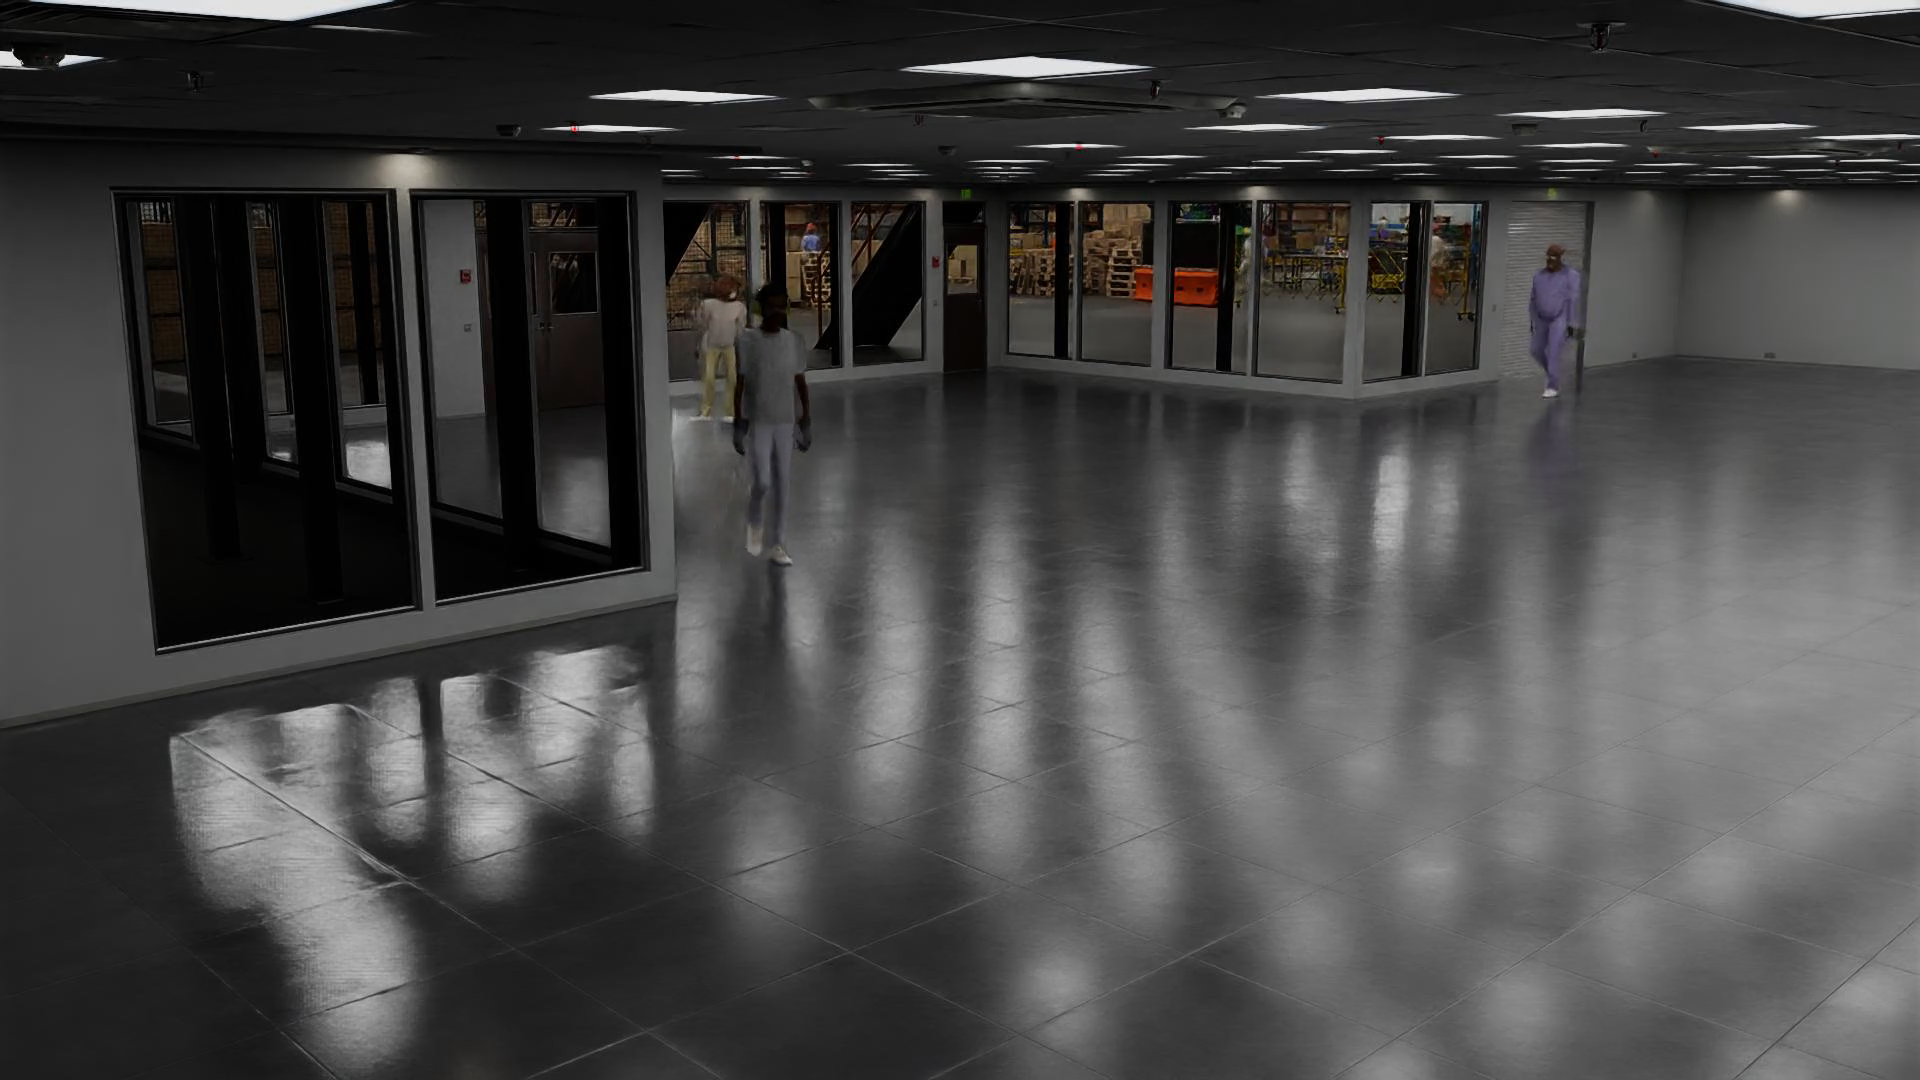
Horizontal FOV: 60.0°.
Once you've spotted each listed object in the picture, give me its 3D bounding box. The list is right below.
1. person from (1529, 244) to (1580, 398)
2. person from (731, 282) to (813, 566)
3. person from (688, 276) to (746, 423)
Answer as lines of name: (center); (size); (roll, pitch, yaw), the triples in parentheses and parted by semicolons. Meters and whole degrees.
person: (7.352, -2.711, 20.601); (0.517, 1.892, 0.651); (-10, 15, -40)
person: (-1.212, -0.746, 10.849); (0.543, 1.849, 0.407); (-6, 13, -27)
person: (-2.632, -2.050, 17.982); (0.654, 1.604, 0.378); (-2, 11, -10)
